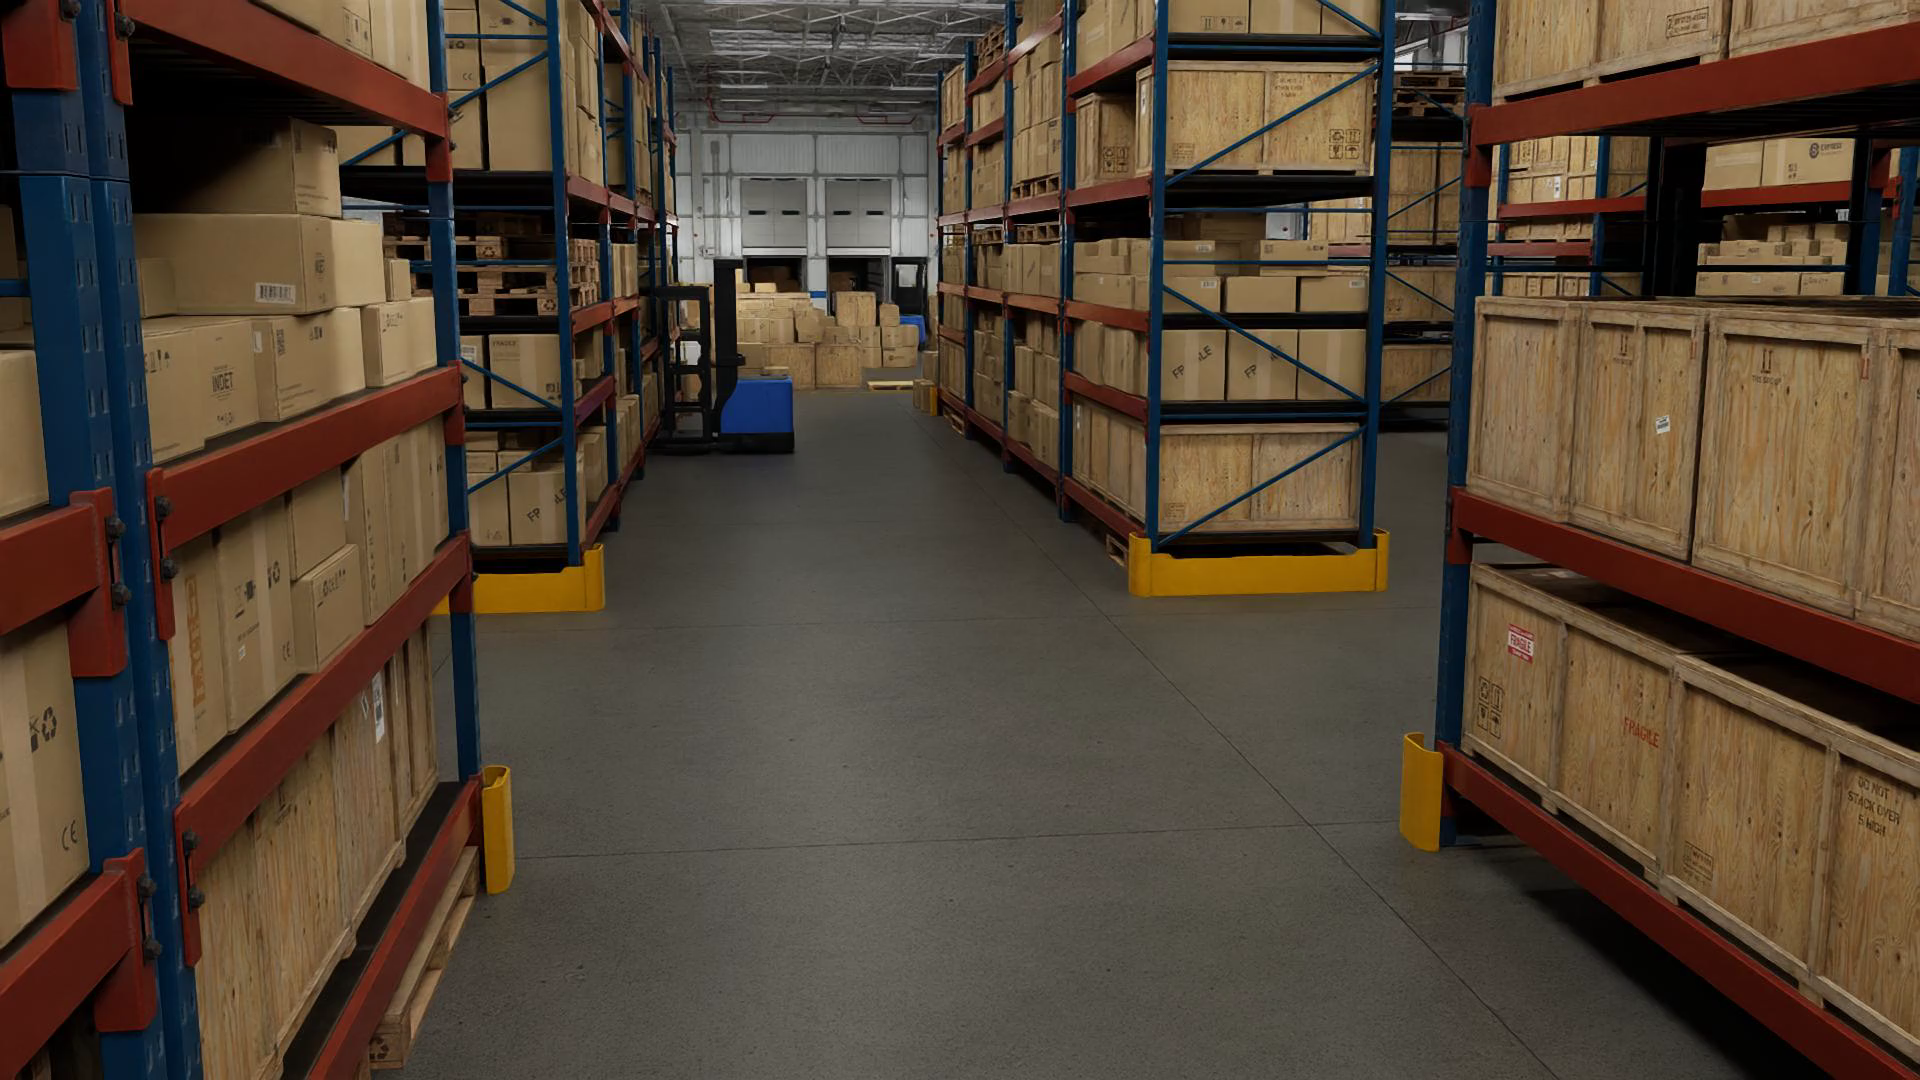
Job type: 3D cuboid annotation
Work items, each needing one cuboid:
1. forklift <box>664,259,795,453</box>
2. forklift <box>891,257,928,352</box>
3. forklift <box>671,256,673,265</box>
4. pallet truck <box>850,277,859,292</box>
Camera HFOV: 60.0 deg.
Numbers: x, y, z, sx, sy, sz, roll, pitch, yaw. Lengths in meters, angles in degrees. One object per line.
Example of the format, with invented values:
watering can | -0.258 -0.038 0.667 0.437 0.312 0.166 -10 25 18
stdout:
forklift | -3.401 -2.719 24.395 1.873 2.768 1.129 -1 10 -7
forklift | -1.564 -7.038 49.539 1.129 2.768 1.873 1 10 8
forklift | -10.987 -9.066 61.344 1.129 2.768 1.873 -1 10 -7
pallet truck | -3.782 -9.391 65.808 1.885 1.965 0.823 2 10 10
